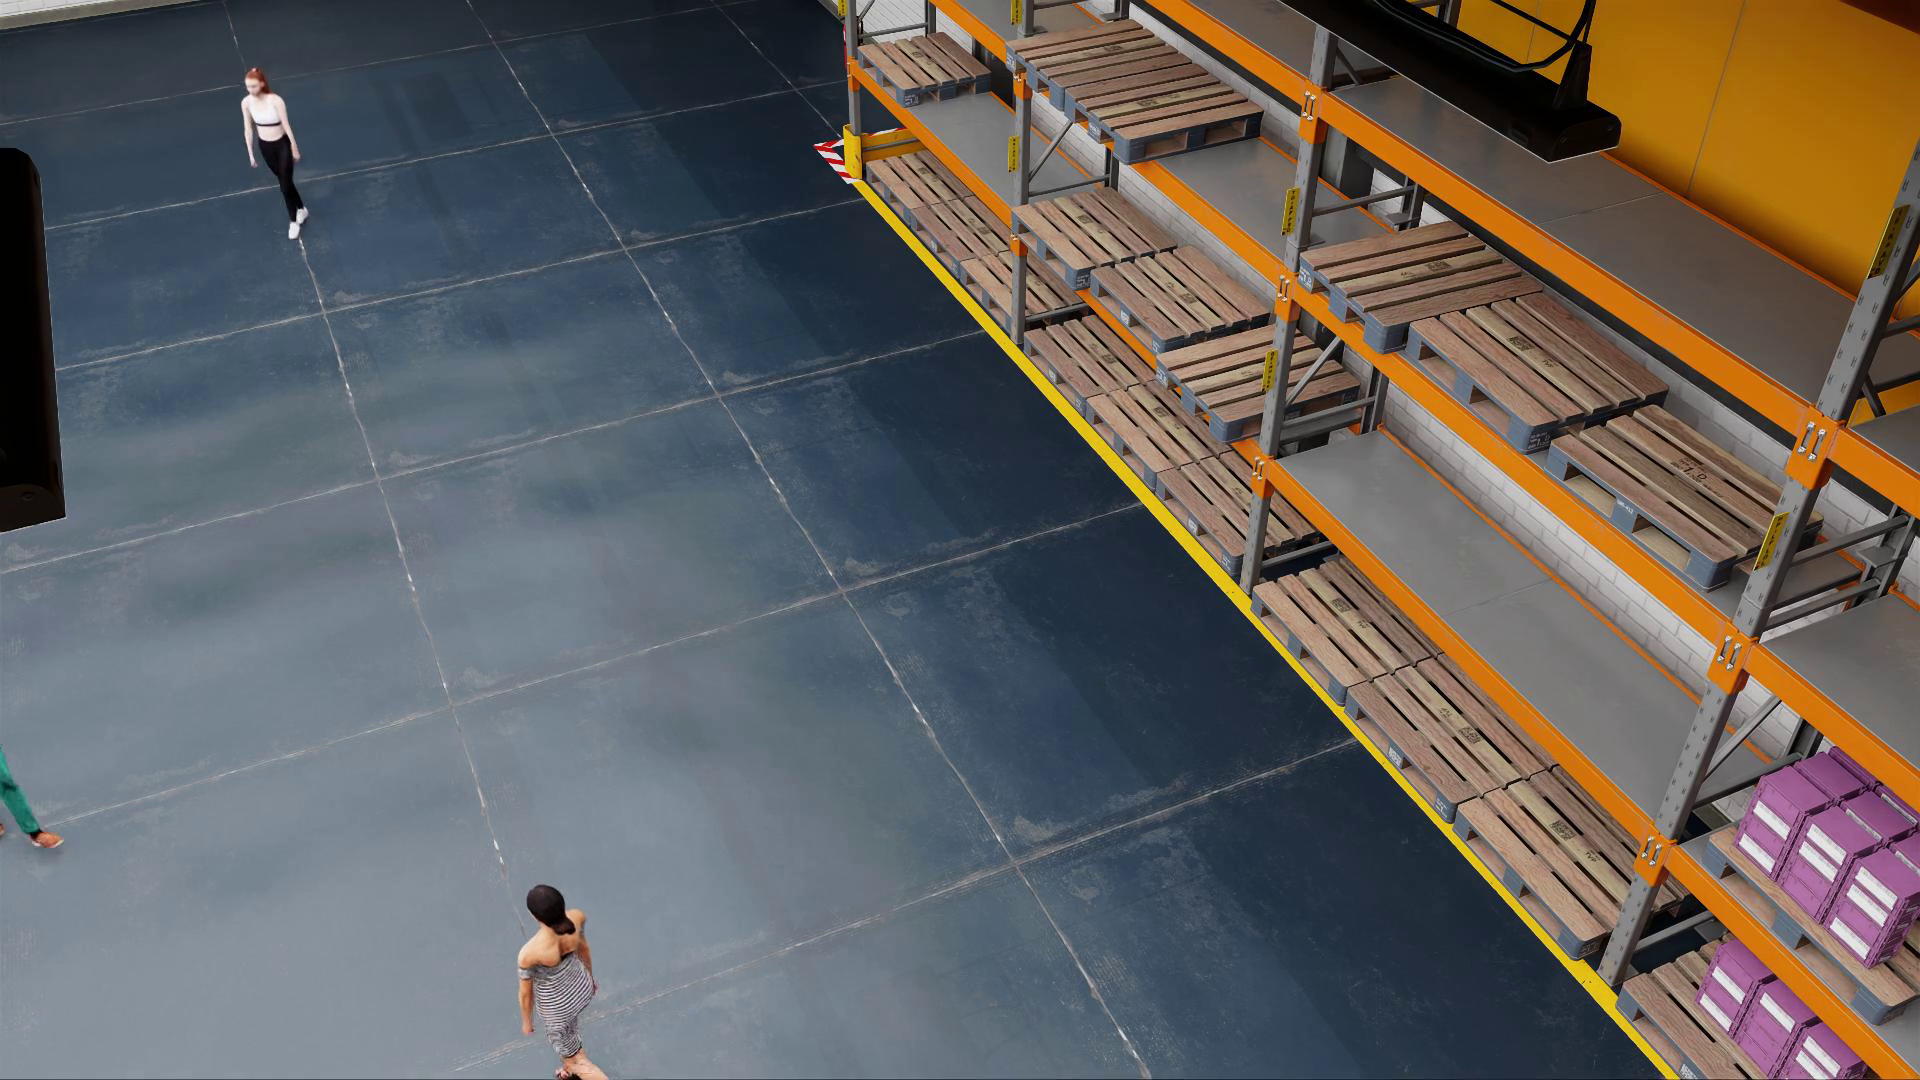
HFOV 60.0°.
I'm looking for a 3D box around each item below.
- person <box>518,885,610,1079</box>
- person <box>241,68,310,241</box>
[{"bbox_3d":[-2.014,2.508,8.783,1.133,1.793,0.955,22,43,25],"label":"person"},{"bbox_3d":[-6.952,-4.013,17.006,0.832,1.720,0.967,2,39,2],"label":"person"}]
